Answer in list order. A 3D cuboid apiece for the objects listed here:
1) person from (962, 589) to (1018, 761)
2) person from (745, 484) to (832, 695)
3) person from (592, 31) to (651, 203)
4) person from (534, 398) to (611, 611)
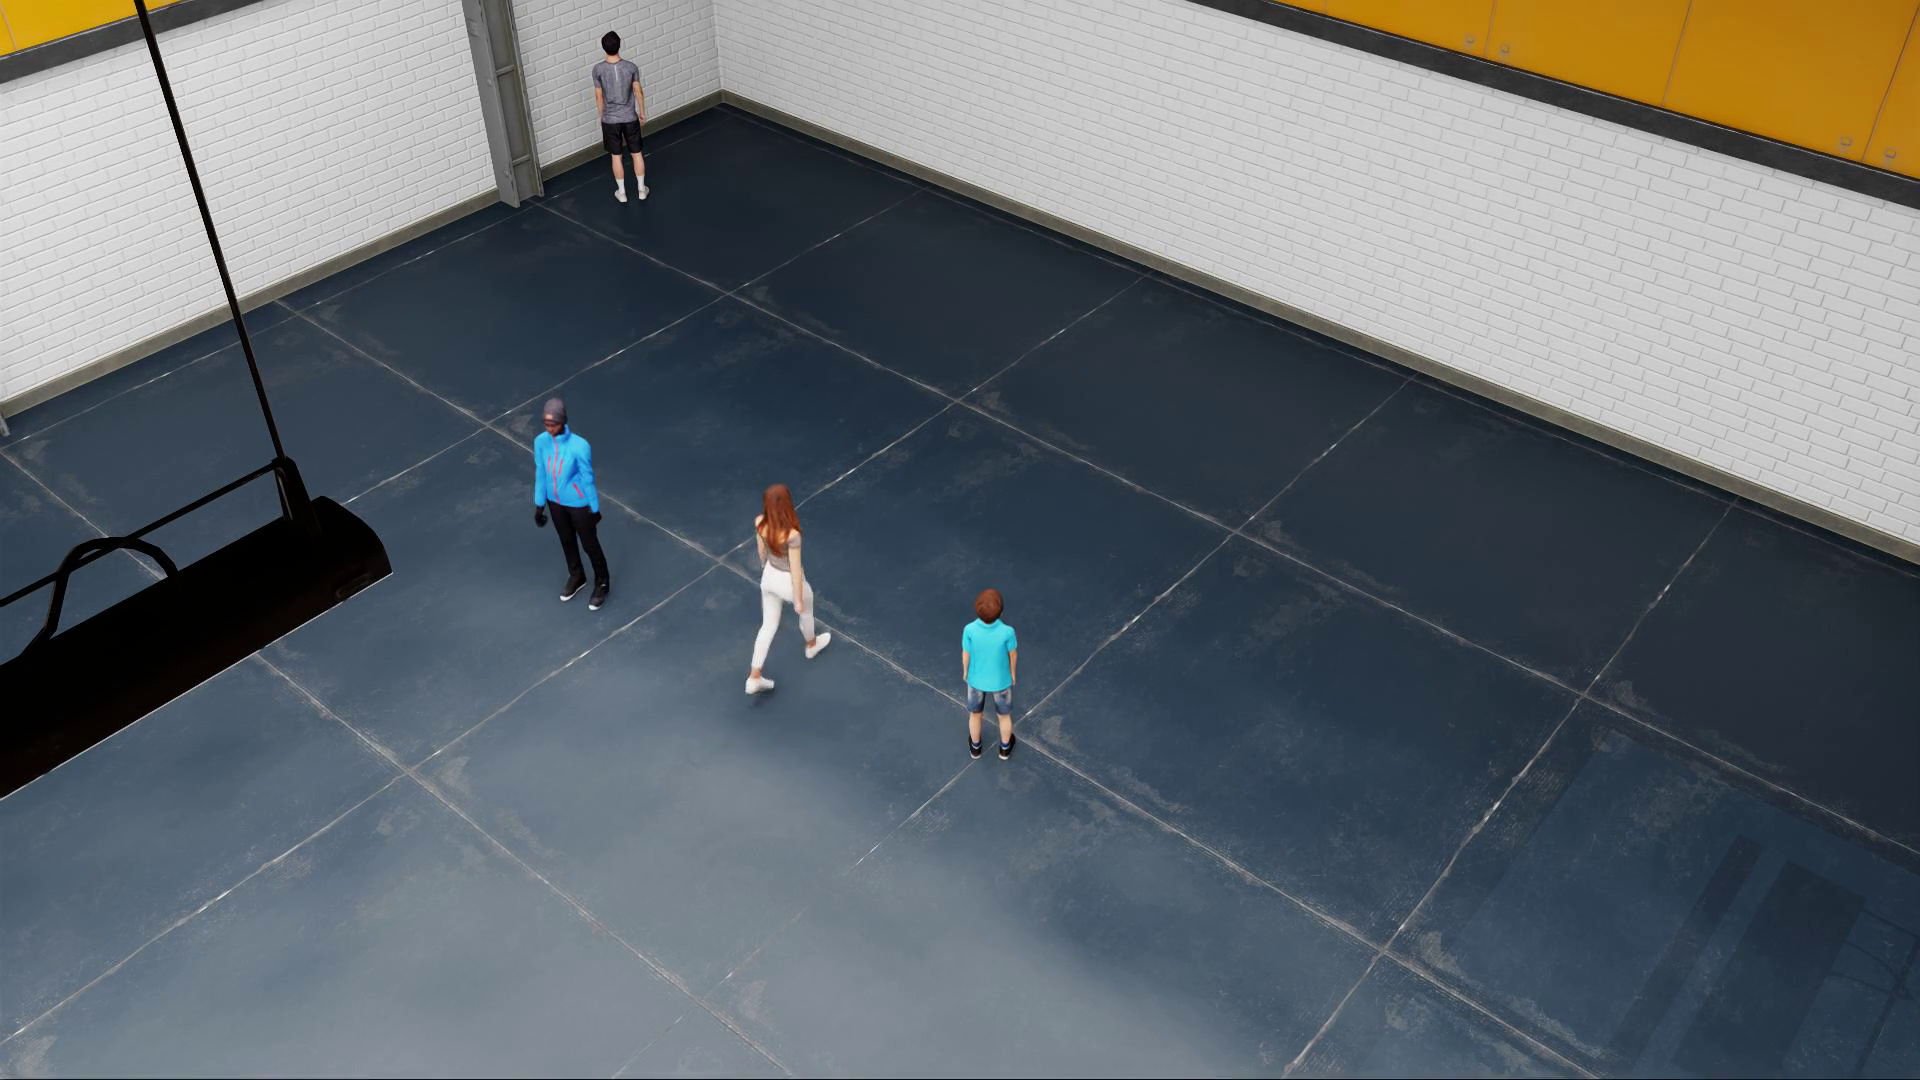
[{"bbox_3d":[0.200,0.917,11.292,0.601,1.449,0.635,3,39,4],"label":"person"},{"bbox_3d":[-1.314,0.368,11.784,0.673,1.692,1.140,23,44,26],"label":"person"},{"bbox_3d":[-3.623,-4.511,17.750,0.693,1.871,0.798,-9,40,-12],"label":"person"},{"bbox_3d":[-2.935,-0.325,12.567,0.713,1.797,0.719,12,40,15],"label":"person"}]
